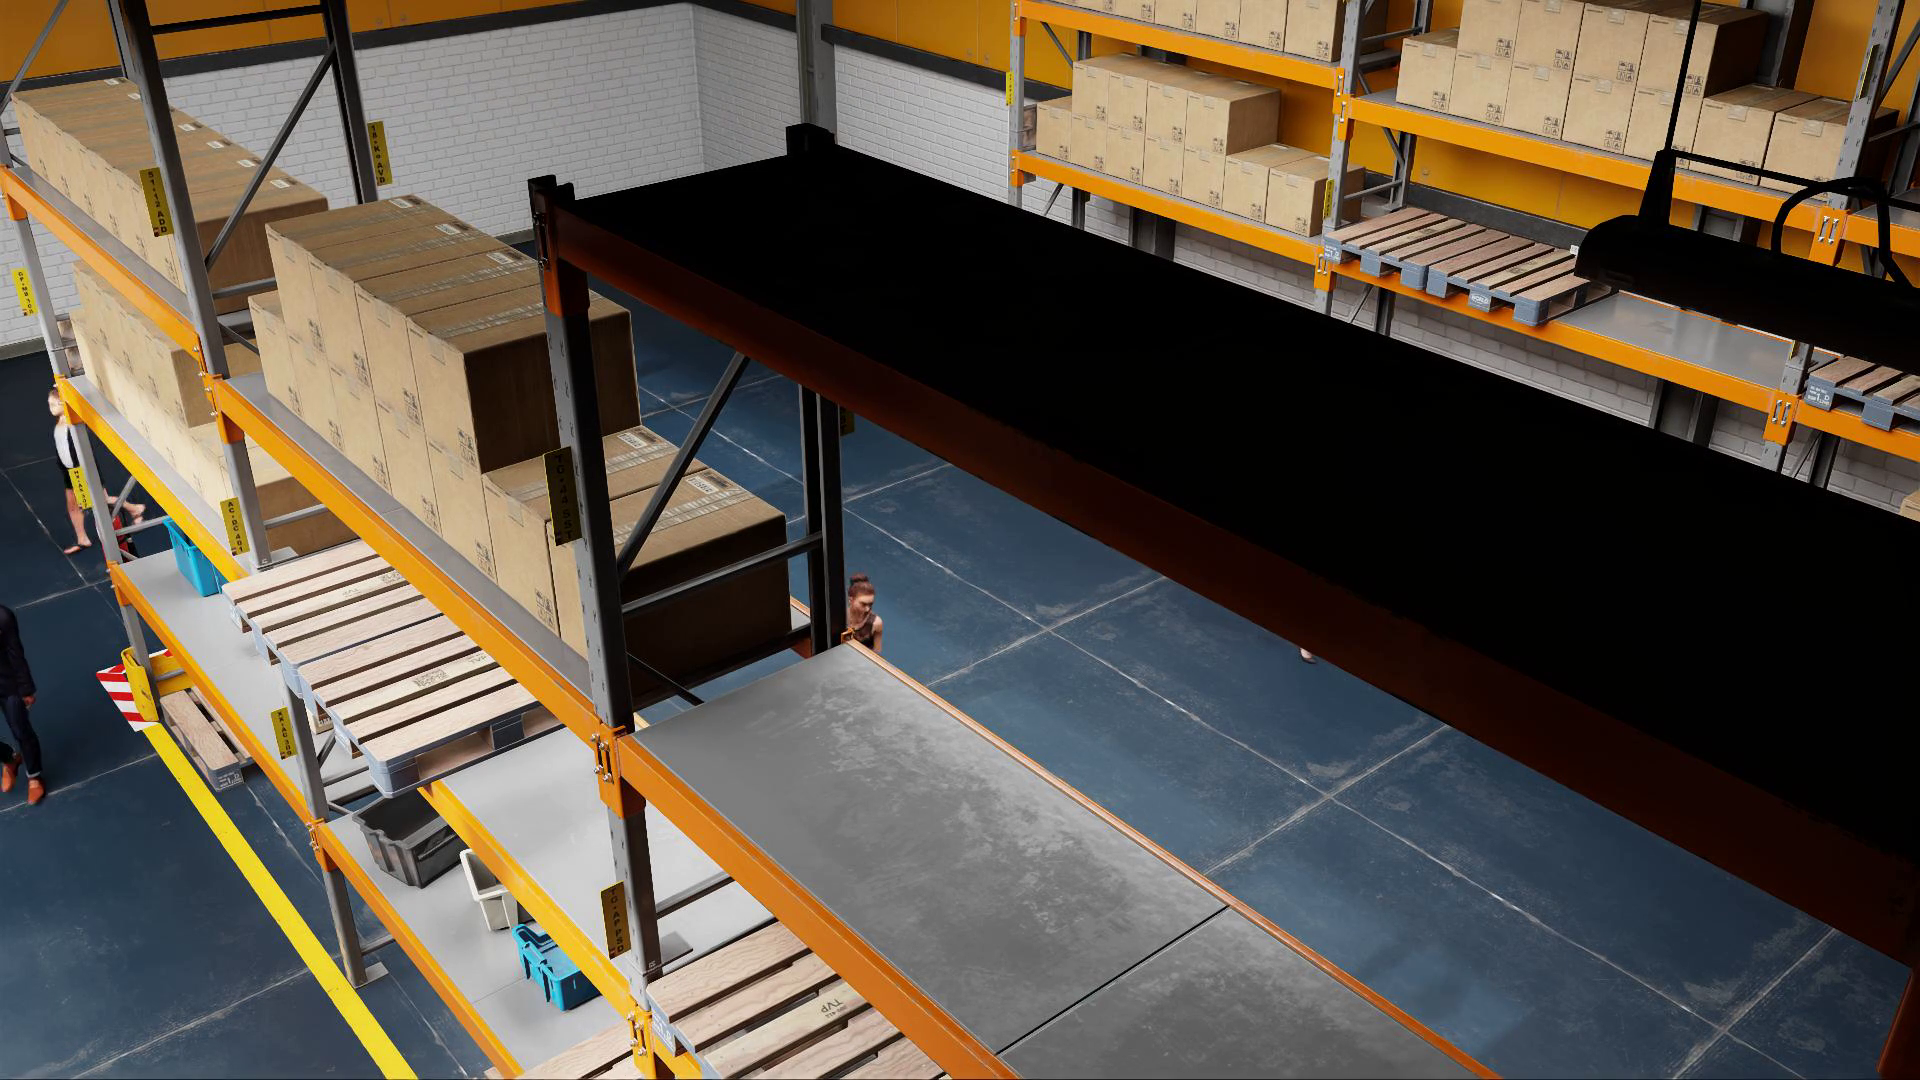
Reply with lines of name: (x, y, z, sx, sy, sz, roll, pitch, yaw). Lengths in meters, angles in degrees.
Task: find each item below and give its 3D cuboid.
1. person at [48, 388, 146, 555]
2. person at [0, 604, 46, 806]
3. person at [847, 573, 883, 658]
person: (-7.873, -0.662, 15.048, 1.016, 1.531, 0.842, 15, 32, 25)
person: (-6.756, 1.006, 11.700, 0.813, 1.808, 0.827, -8, 30, -14)
person: (-0.798, 0.945, 12.009, 1.006, 1.620, 1.194, -1, 29, -2)
